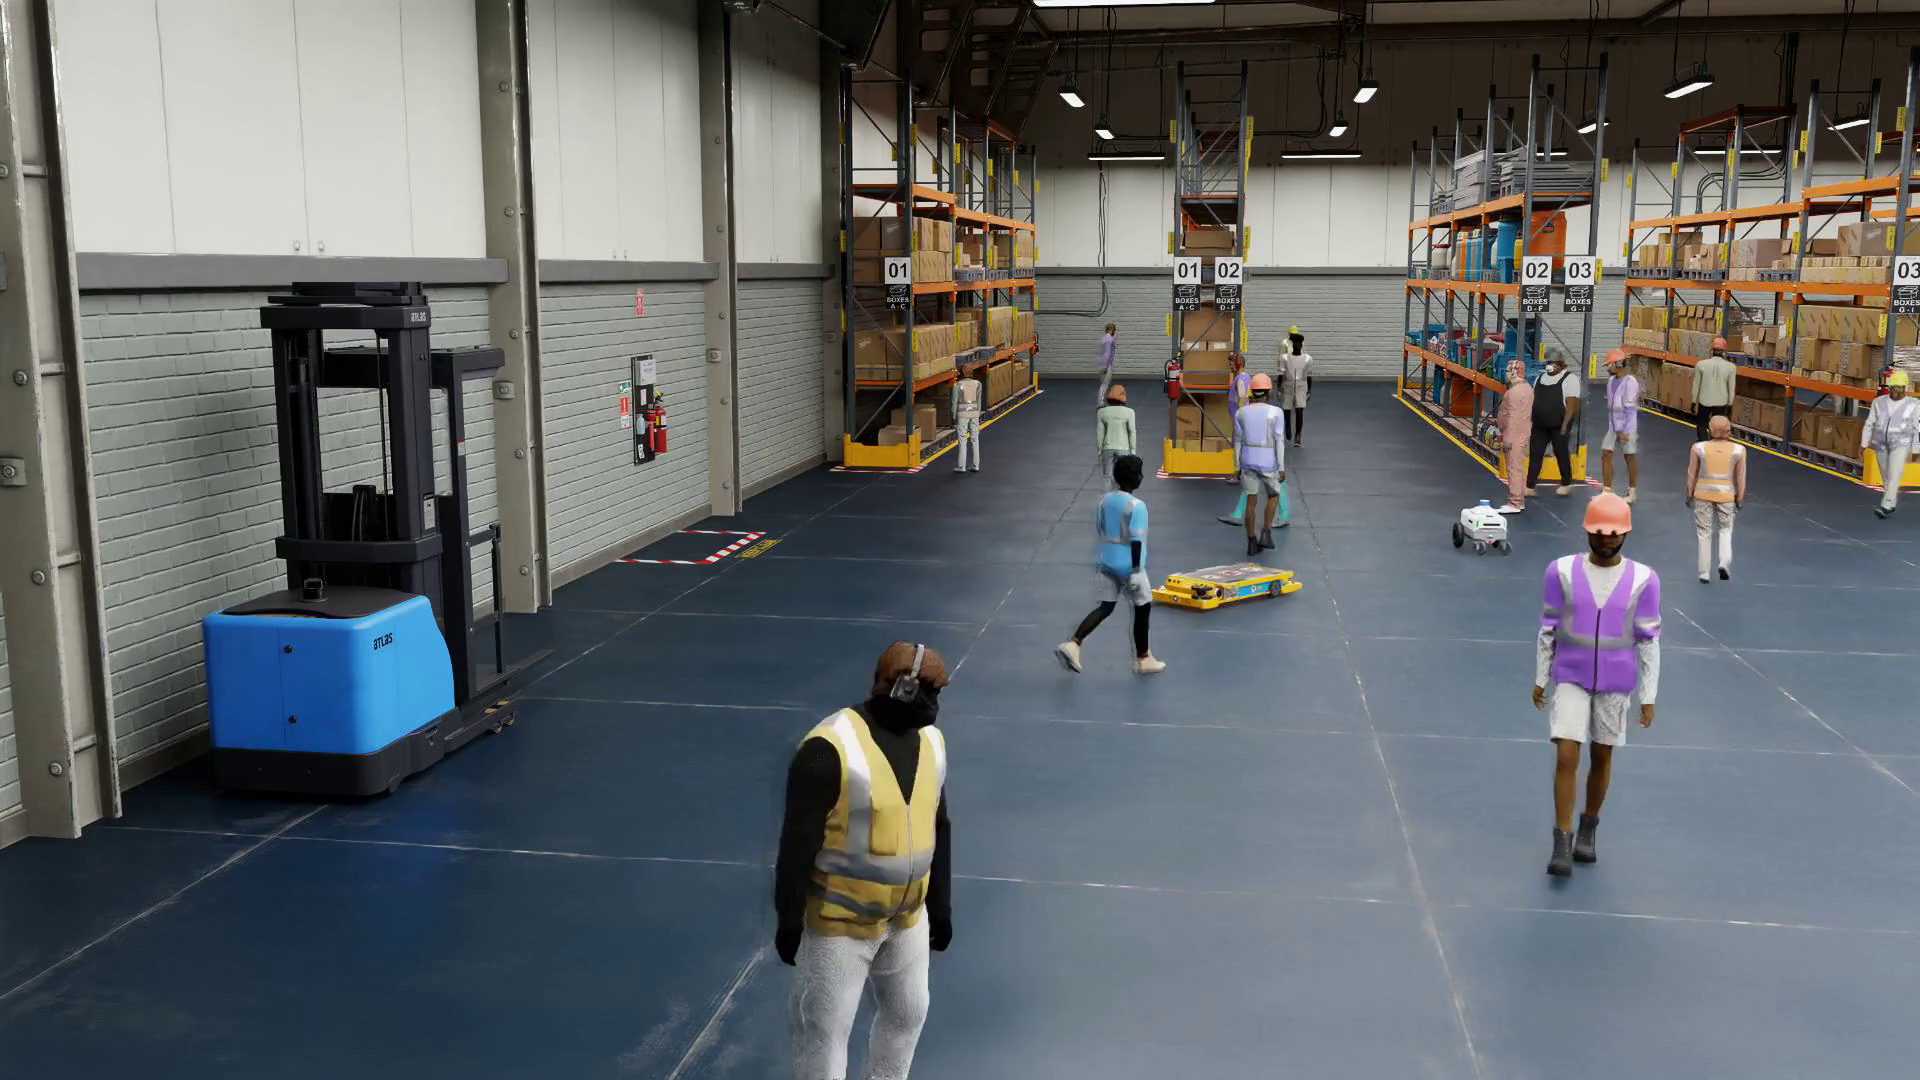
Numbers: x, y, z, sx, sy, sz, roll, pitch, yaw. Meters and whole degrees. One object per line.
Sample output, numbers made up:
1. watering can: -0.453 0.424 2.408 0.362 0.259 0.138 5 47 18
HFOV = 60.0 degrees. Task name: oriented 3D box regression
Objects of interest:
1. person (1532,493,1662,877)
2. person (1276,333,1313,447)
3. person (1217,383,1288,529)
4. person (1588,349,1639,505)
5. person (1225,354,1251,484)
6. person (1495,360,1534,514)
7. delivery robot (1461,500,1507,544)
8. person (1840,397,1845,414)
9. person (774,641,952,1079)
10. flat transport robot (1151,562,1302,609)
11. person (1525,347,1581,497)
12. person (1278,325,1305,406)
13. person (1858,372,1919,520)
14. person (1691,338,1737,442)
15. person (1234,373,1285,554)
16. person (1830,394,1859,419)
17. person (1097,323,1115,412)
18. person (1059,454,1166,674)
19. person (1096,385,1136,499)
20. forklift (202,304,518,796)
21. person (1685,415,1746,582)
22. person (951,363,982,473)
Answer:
1. person: 3.156 0.728 8.259 0.583 1.909 0.822 3 10 19
2. person: 5.786 -2.614 28.781 0.621 1.946 0.652 2 9 11
3. person: 3.476 -0.980 19.389 0.899 1.706 0.546 -3 10 -18
4. person: 8.446 -1.440 21.385 0.839 1.989 0.667 -4 10 -21
5. person: 3.976 -1.722 23.614 0.390 1.837 0.562 2 9 12
6. person: 6.884 -1.283 20.693 0.403 1.906 0.651 6 11 31
7. delivery robot: 5.649 -0.189 17.942 0.477 0.478 0.707 1 9 4
8. person: 17.641 -3.133 32.988 0.504 1.622 0.456 3 10 16
9. person: -0.323 1.240 5.480 0.736 1.807 0.433 -8 12 -42
10. flat transport robot: 2.473 0.408 15.424 1.431 0.197 0.652 -8 12 -41
11. person: 7.920 -1.584 22.264 0.890 2.000 0.686 -8 12 -40
12. person: 7.447 -3.937 37.427 0.606 1.791 0.919 0 9 -2
13. person: 11.285 -1.148 20.208 0.913 1.781 0.608 -8 12 -39
14. person: 11.736 -2.163 25.907 0.636 1.970 0.473 4 10 22
15. person: 3.216 -0.817 17.773 0.587 1.917 0.536 5 10 28
16. person: 16.207 -2.809 30.411 0.649 1.813 0.808 2 9 14
17. person: 3.126 -3.689 35.579 0.453 1.894 0.781 0 9 0
18. person: 1.149 0.192 12.348 0.799 1.668 0.537 -5 10 -28
19. person: 1.905 -1.074 20.240 0.499 1.633 0.278 4 10 22
20. forklift: -3.673 -0.038 10.147 1.129 2.768 1.873 1 9 9
21. person: 7.305 -0.399 16.105 0.517 1.623 0.362 3 10 19
22. person: 0.102 -1.831 24.927 0.508 1.629 0.314 -5 10 -28
